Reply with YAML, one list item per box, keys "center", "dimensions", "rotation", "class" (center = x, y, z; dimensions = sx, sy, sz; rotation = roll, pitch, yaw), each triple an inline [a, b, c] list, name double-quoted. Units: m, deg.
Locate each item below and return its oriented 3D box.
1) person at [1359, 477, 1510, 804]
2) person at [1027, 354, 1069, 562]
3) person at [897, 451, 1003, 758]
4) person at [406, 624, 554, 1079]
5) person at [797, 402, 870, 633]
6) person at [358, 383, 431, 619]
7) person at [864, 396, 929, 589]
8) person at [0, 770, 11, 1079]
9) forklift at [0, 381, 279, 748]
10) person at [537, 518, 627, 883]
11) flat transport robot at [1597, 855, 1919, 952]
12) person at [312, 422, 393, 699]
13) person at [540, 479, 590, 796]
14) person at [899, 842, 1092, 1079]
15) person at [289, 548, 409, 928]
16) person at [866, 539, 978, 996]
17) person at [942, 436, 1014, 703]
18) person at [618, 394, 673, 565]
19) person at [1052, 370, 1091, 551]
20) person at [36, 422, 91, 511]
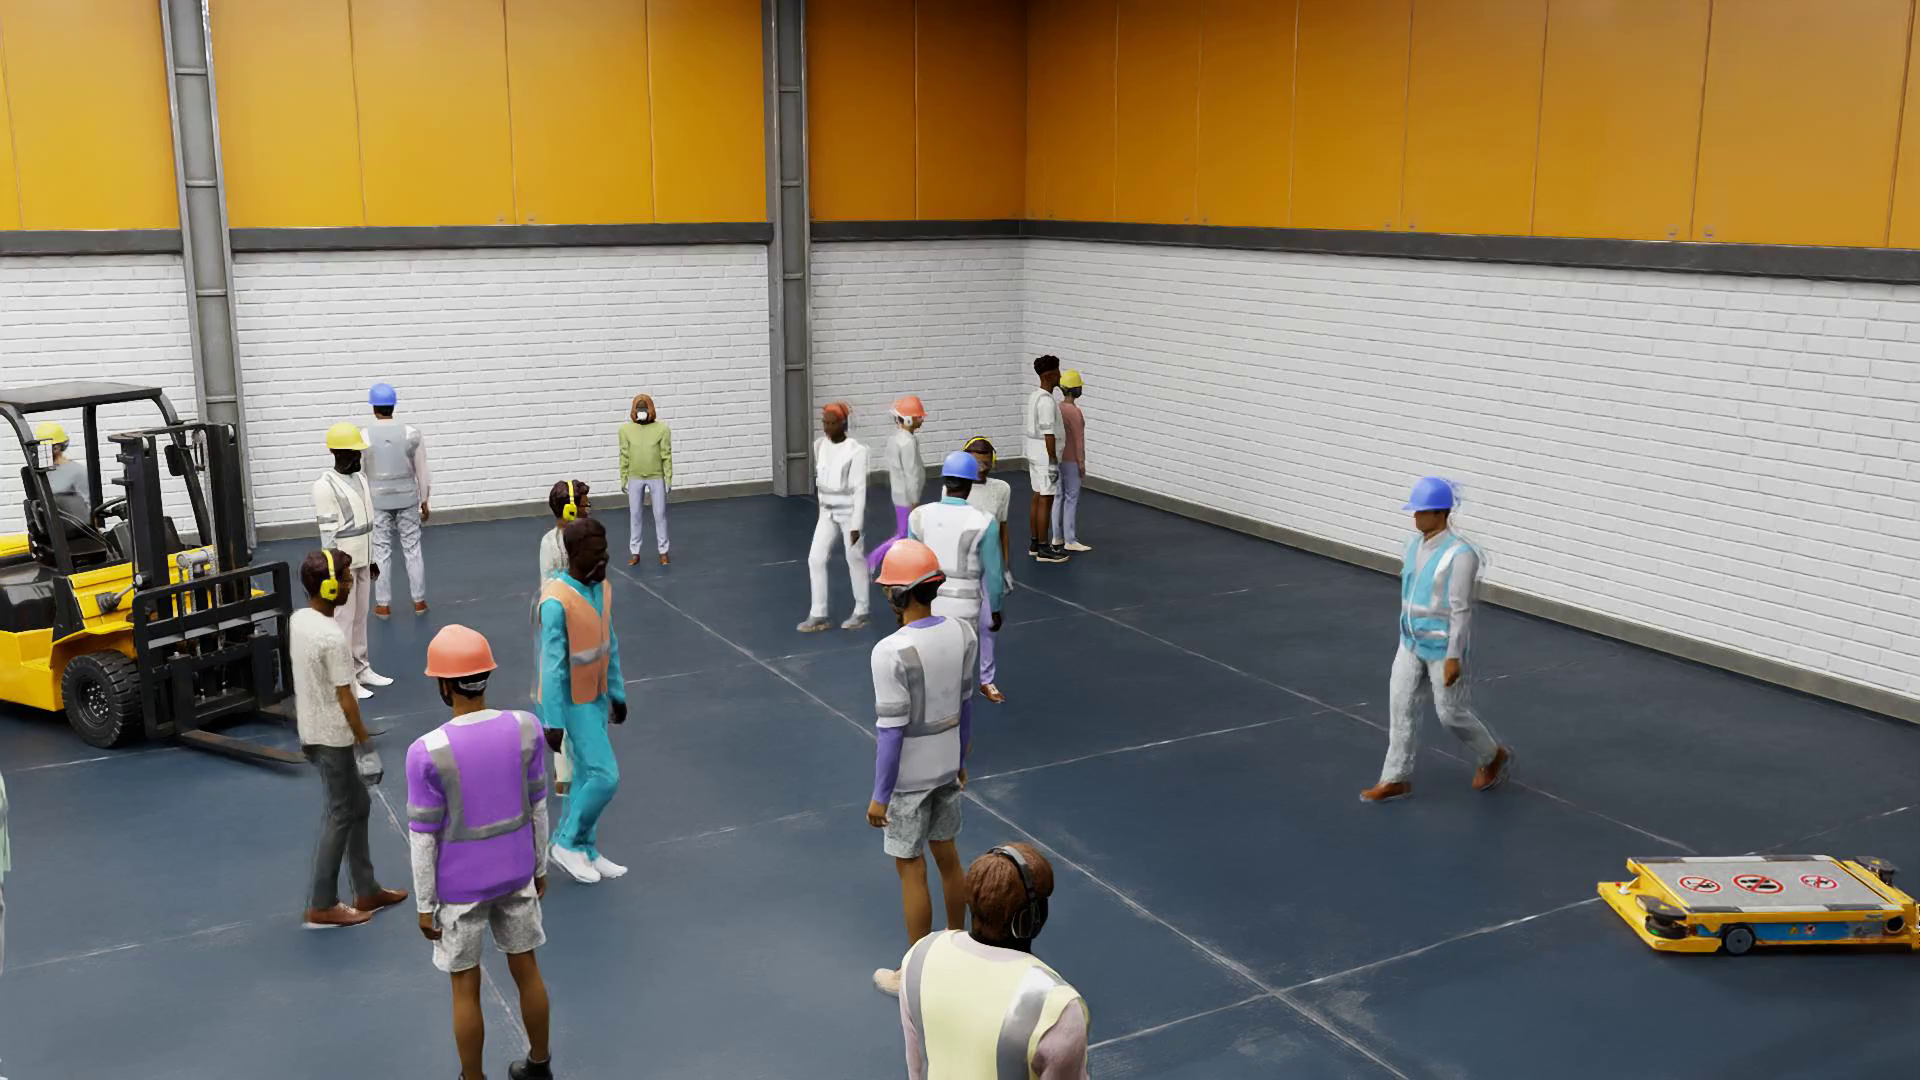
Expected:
- center: [2.780, 0.577, 9.553]
  dimensions: [0.852, 1.924, 0.608]
  rotation: [-5, 13, -23]
  class: "person"
- center: [0.824, -0.781, 15.798]
  dimensions: [0.367, 1.966, 0.607]
  rotation: [-2, 12, -10]
  class: "person"
- center: [-0.047, 0.410, 10.349]
  dimensions: [0.621, 1.917, 0.502]
  rotation: [7, 14, 30]
  class: "person"
- center: [-1.825, 1.264, 6.312]
  dimensions: [0.549, 1.928, 0.388]
  rotation: [-10, 16, -39]
  class: "person"
- center: [-1.001, -0.164, 13.168]
  dimensions: [0.596, 1.850, 0.793]
  rotation: [10, 16, 40]
  class: "person"
- center: [-4.677, -0.316, 13.684]
  dimensions: [0.624, 1.942, 0.405]
  rotation: [-6, 13, -26]
  class: "person"
- center: [-0.513, -0.402, 14.575]
  dimensions: [0.721, 1.732, 0.564]
  rotation: [0, 12, -2]
  class: "person"
- center: [-3.676, 1.300, 6.155]
  dimensions: [0.375, 1.917, 0.598]
  rotation: [-5, 13, -24]
  class: "person"
- center: [-5.853, 0.085, 11.199]
  dimensions: [2.313, 2.155, 1.214]
  rotation: [7, 14, 28]
  class: "forklift"
- center: [-1.892, 0.821, 8.428]
  dimensions: [0.463, 1.903, 0.629]
  rotation: [2, 12, 11]
  class: "person"
- center: [3.904, 1.737, 7.995]
  dimensions: [1.431, 0.197, 0.652]
  rotation: [0, 12, -2]
  class: "flat transport robot"
- center: [-4.241, 0.134, 11.599]
  dimensions: [0.363, 1.927, 0.587]
  rotation: [1, 12, 6]
  class: "person"
- center: [-2.274, 0.570, 9.727]
  dimensions: [0.334, 1.860, 0.509]
  rotation: [-4, 13, -19]
  class: "person"
- center: [0.133, 1.694, 4.495]
  dimensions: [0.626, 1.844, 0.429]
  rotation: [11, 16, 42]
  class: "person"
- center: [-2.944, 0.949, 7.966]
  dimensions: [0.521, 1.851, 0.582]
  rotation: [-9, 15, -37]
  class: "person"
- center: [-0.196, 0.999, 7.281]
  dimensions: [0.396, 2.038, 0.615]
  rotation: [9, 15, 38]
  class: "person"
- center: [0.118, 0.211, 11.392]
  dimensions: [0.512, 1.865, 0.329]
  rotation: [-3, 13, -16]
  class: "person"
- center: [-2.940, -0.564, 15.593]
  dimensions: [0.497, 1.626, 0.287]
  rotation: [0, 12, -2]
  class: "person"
- center: [1.080, -0.776, 16.241]
  dimensions: [0.310, 1.771, 0.526]
  rotation: [-5, 13, -23]
  class: "person"
- center: [-6.923, -0.044, 12.846]
  dimensions: [0.527, 1.759, 0.344]
  rotation: [2, 12, 10]
  class: "person"
